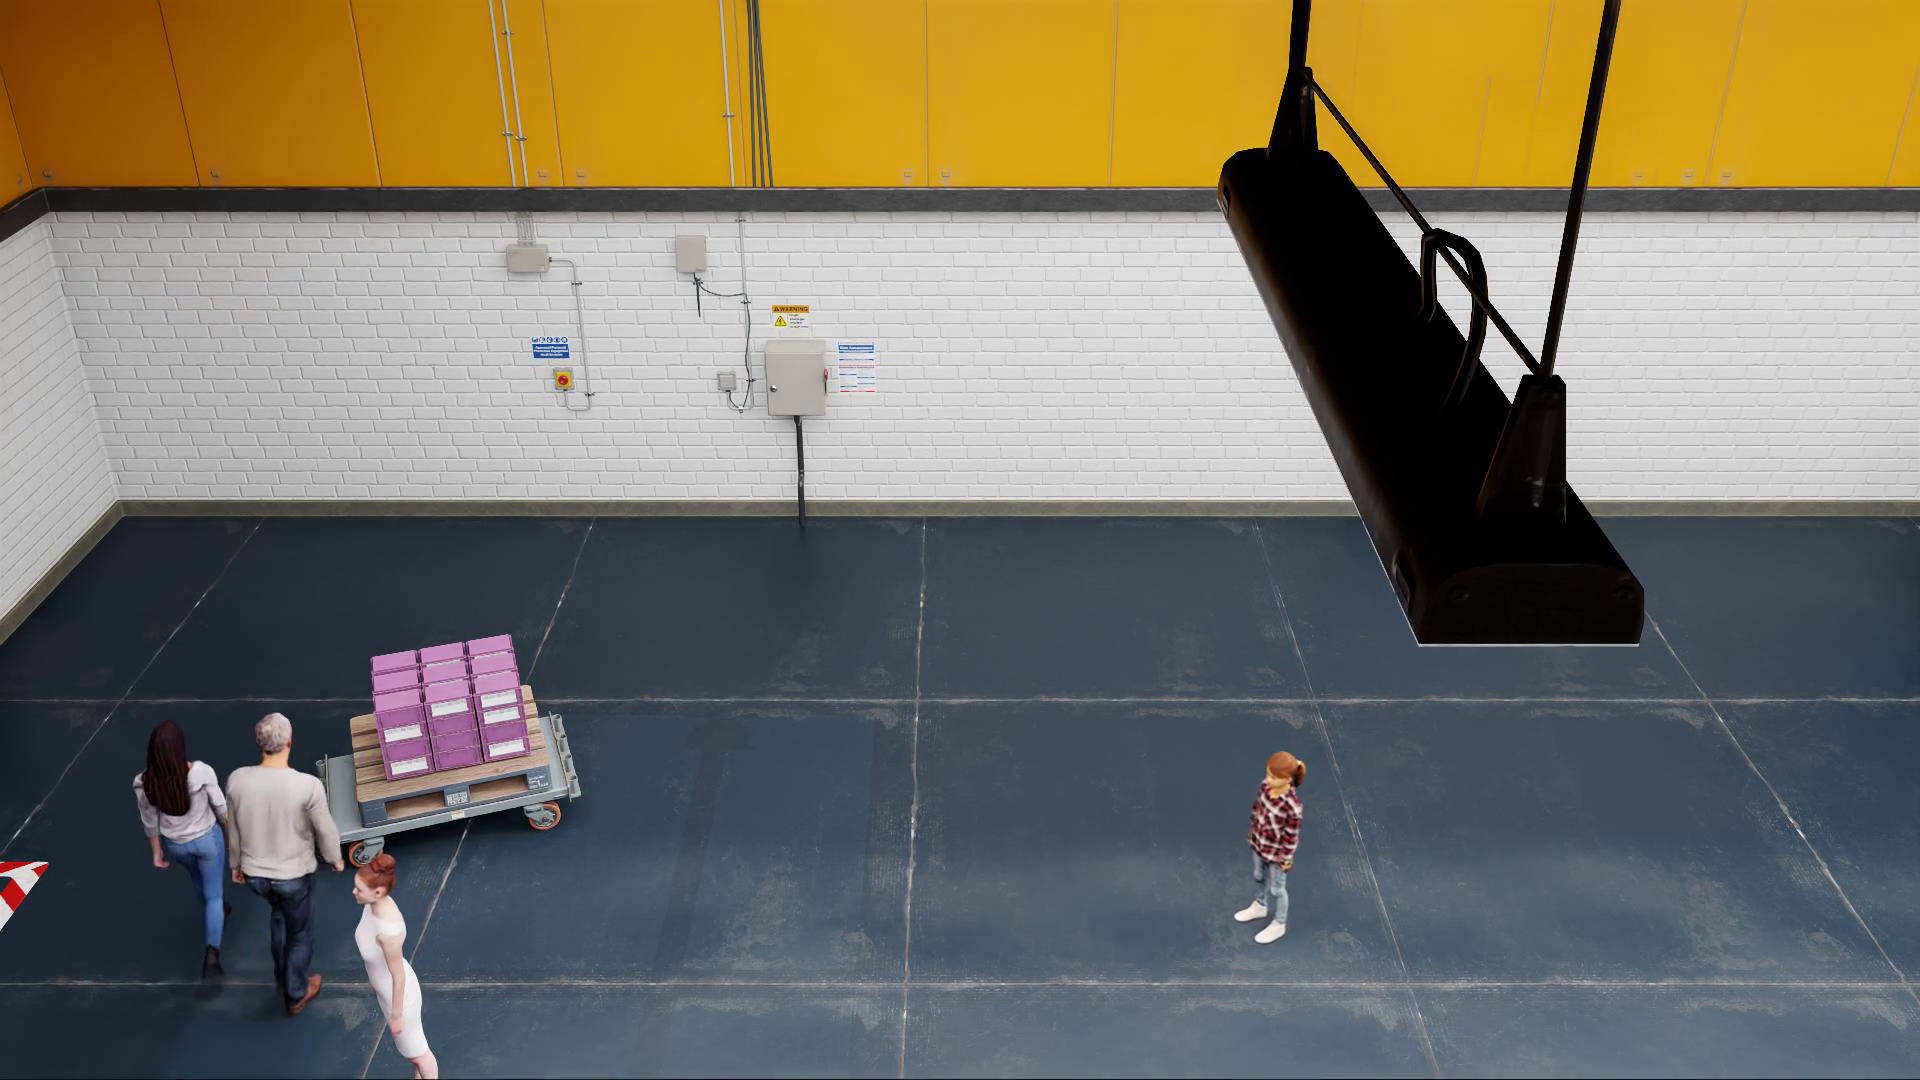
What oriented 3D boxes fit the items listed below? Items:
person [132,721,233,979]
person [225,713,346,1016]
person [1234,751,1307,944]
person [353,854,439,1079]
[{"bbox_3d":[-4.483,1.832,9.709,0.771,1.599,1.101,-5,29,-9],"label":"person"},{"bbox_3d":[-3.812,1.913,9.289,0.805,1.861,0.767,2,29,3],"label":"person"},{"bbox_3d":[1.904,1.822,10.035,0.675,1.305,0.579,-13,31,-23],"label":"person"},{"bbox_3d":[-2.887,2.343,8.574,0.686,1.789,0.572,-16,33,-27],"label":"person"}]
